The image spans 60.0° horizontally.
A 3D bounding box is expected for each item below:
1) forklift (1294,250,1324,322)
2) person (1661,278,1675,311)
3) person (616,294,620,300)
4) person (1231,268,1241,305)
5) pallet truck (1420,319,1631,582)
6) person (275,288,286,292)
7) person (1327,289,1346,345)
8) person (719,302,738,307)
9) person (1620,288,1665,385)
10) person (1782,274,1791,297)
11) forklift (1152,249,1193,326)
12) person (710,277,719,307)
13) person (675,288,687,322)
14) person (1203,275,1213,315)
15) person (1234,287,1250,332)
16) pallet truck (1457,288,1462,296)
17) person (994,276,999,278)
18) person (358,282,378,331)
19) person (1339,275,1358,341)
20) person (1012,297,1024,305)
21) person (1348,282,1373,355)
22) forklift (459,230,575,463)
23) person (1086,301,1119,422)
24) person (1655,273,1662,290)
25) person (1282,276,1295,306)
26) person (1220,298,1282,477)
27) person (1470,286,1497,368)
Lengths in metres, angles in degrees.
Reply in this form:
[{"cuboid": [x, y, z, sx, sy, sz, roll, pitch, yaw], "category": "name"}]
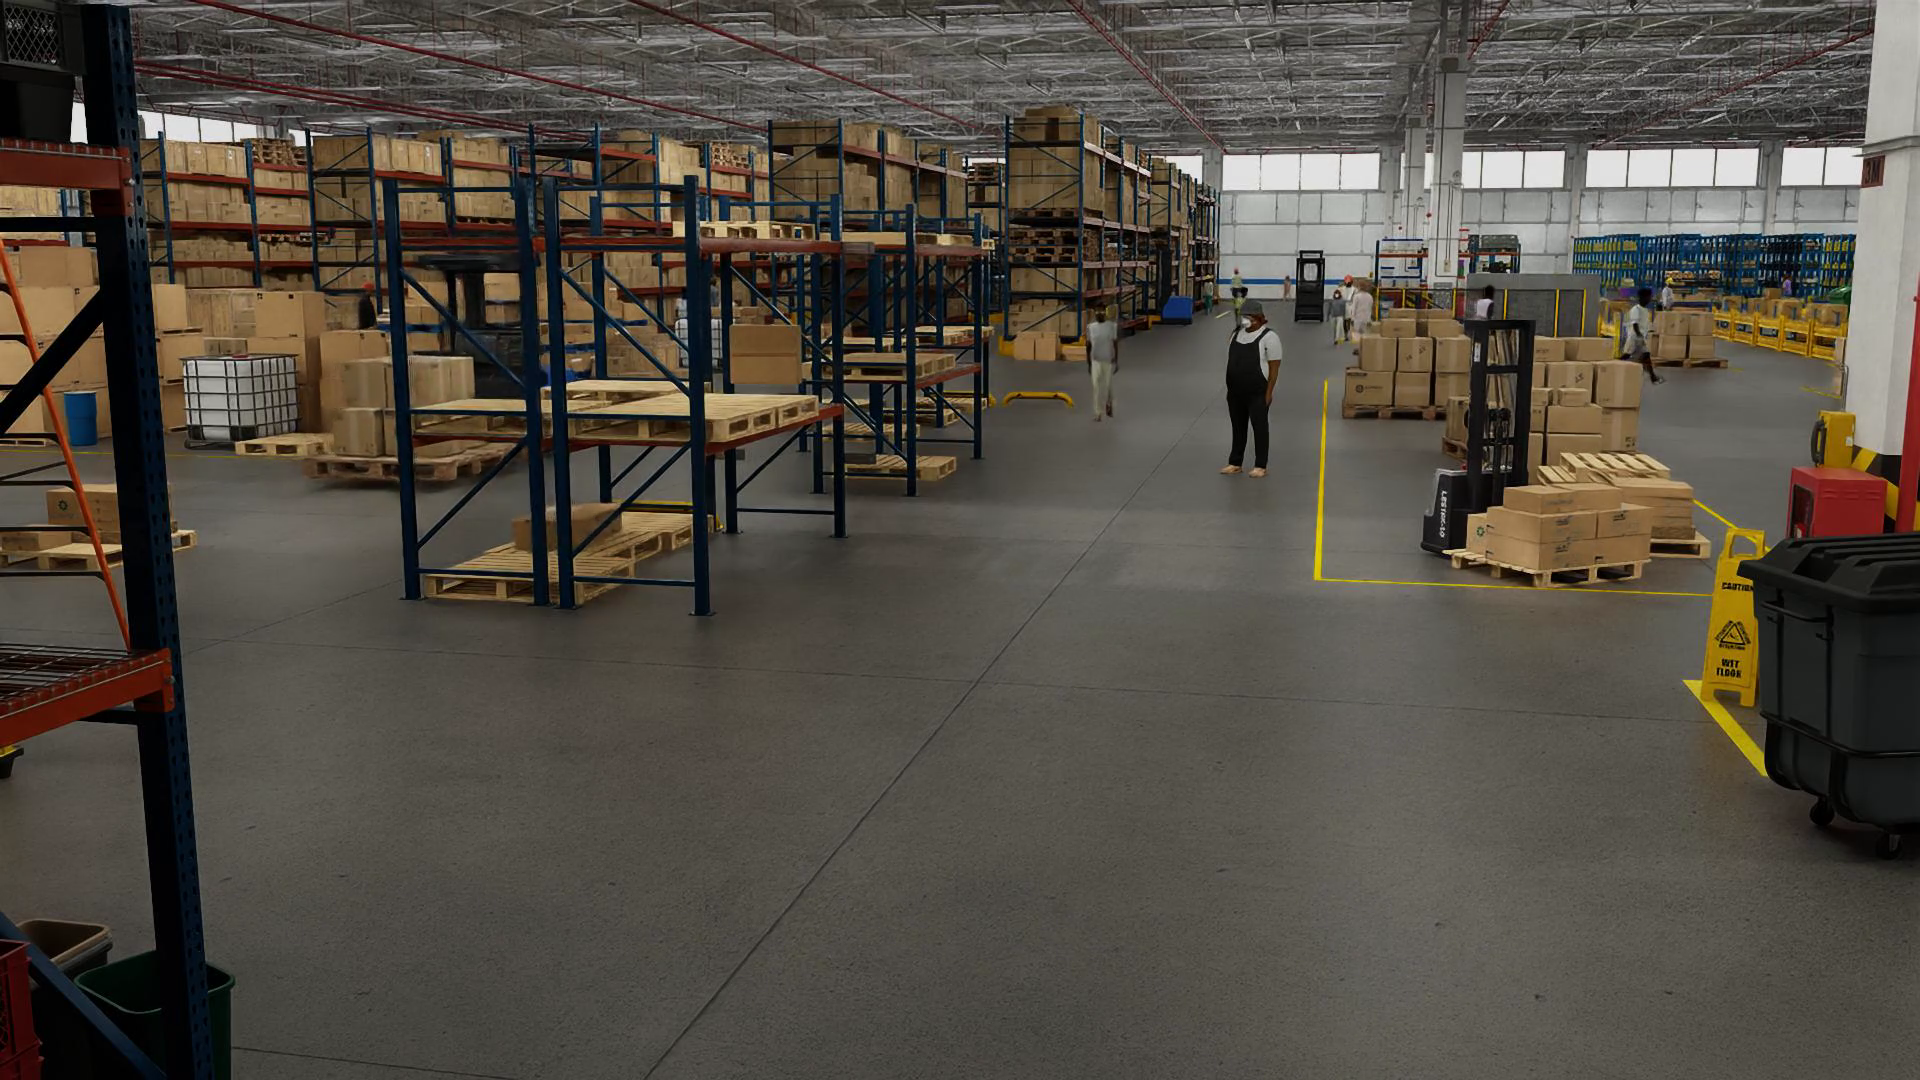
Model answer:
[{"cuboid": [13.778, -10.002, 65.433, 1.129, 2.768, 1.873, 2, 10, 12], "category": "forklift"}, {"cuboid": [24.690, -8.222, 58.046, 0.403, 1.819, 0.599, 7, 12, 37], "category": "person"}, {"cuboid": [-8.448, -5.241, 40.938, 0.523, 1.631, 0.315, 0, 10, -1], "category": "person"}, {"cuboid": [15.031, -13.767, 90.414, 0.624, 1.971, 0.720, -4, 10, -20], "category": "person"}, {"cuboid": [4.543, -0.757, 13.299, 0.823, 1.965, 1.885, -4, 10, -22], "category": "pallet truck"}, {"cuboid": [-16.207, -5.092, 39.548, 0.632, 1.812, 0.882, 6, 11, 30], "category": "person"}, {"cuboid": [10.980, -6.497, 48.441, 0.503, 1.610, 0.746, 4, 10, 23], "category": "person"}, {"cuboid": [-5.905, -5.507, 42.470, 0.521, 1.645, 0.307, -5, 11, -29], "category": "person"}, {"cuboid": [13.415, -4.011, 32.856, 0.607, 1.911, 1.067, -7, 12, -37], "category": "person"}, {"cuboid": [35.808, -10.615, 72.112, 0.567, 1.850, 0.389, -8, 13, -40], "category": "person"}, {"cuboid": [7.646, -9.320, 61.395, 1.873, 2.768, 1.129, 2, 10, 11], "category": "forklift"}, {"cuboid": [-7.531, -7.060, 50.797, 0.354, 1.938, 0.636, -7, 12, -34], "category": "person"}, {"cuboid": [-7.801, -6.339, 47.274, 0.531, 1.677, 0.648, 3, 10, 18], "category": "person"}, {"cuboid": [11.091, -10.961, 74.415, 0.323, 1.764, 0.533, -7, 12, -36], "category": "person"}, {"cuboid": [8.250, -6.565, 48.626, 0.541, 1.681, 0.582, -3, 10, -15], "category": "person"}, {"cuboid": [20.506, -9.785, 68.819, 0.653, 1.274, 1.630, 2, 10, 12], "category": "pallet truck"}, {"cuboid": [2.214, -14.459, 94.704, 0.868, 1.902, 0.657, 3, 10, 19], "category": "person"}, {"cuboid": [-13.233, -4.792, 37.255, 0.452, 1.987, 0.620, -6, 11, -30], "category": "person"}, {"cuboid": [11.792, -7.049, 50.594, 0.612, 1.999, 1.053, 4, 10, 23], "category": "person"}, {"cuboid": [2.041, -8.363, 59.027, 0.527, 1.768, 0.313, 9, 13, 42], "category": "person"}, {"cuboid": [10.287, -5.679, 42.787, 0.664, 1.880, 0.428, -5, 11, -28], "category": "person"}, {"cuboid": [-5.660, -2.448, 20.702, 1.129, 2.768, 1.873, 2, 10, 12], "category": "forklift"}, {"cuboid": [2.199, -2.754, 25.571, 0.537, 1.852, 0.704, 2, 10, 12], "category": "person"}, {"cuboid": [37.617, -13.523, 89.657, 0.410, 1.733, 0.582, 1, 10, 7], "category": "person"}, {"cuboid": [17.379, -13.167, 87.931, 0.543, 1.593, 0.854, -7, 12, -37], "category": "person"}, {"cuboid": [3.284, -1.735, 18.964, 0.537, 2.000, 0.682, -9, 13, -44], "category": "person"}, {"cuboid": [11.848, -4.740, 37.237, 0.966, 1.870, 0.603, -3, 10, -18], "category": "person"}]
